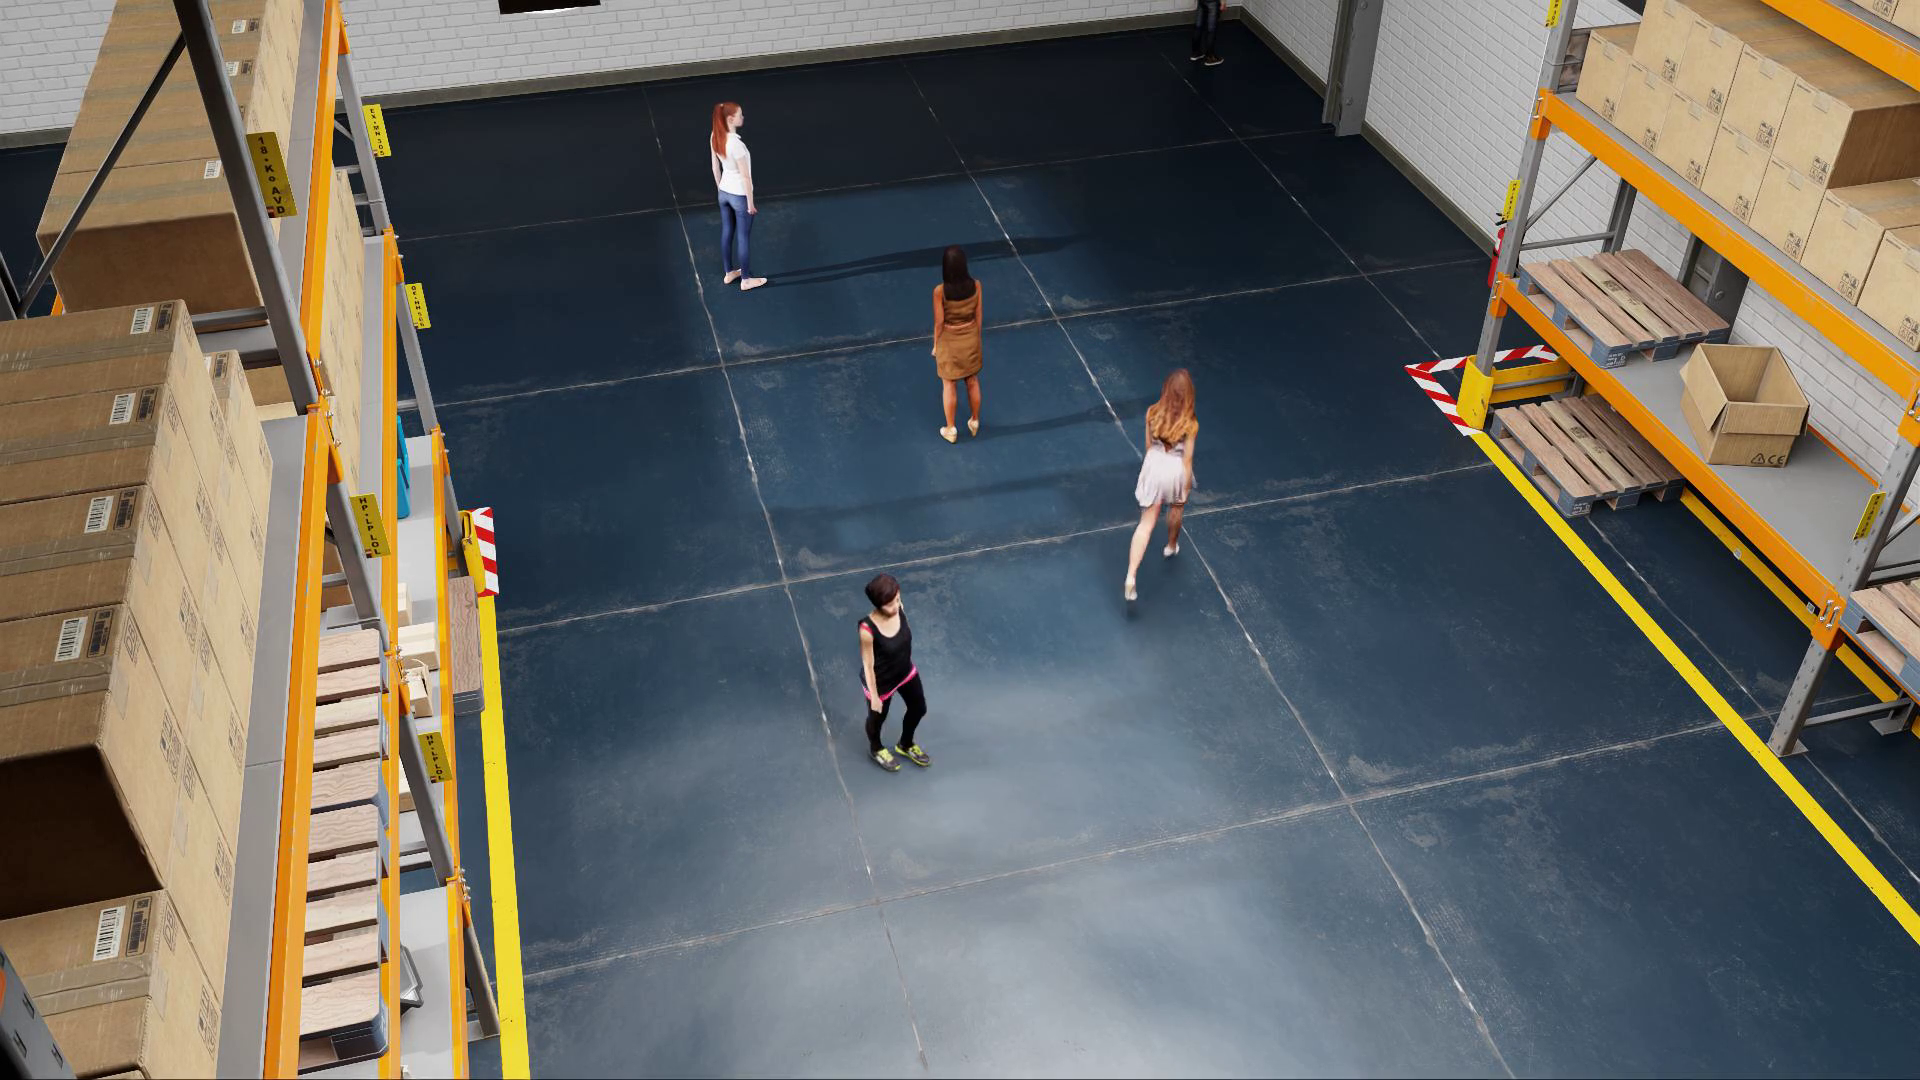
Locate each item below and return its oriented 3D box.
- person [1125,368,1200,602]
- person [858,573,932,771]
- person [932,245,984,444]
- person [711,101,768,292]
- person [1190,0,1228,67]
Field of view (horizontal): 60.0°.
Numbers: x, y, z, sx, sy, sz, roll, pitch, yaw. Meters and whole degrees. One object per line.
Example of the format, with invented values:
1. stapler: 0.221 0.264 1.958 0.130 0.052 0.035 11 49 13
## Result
1. person: 1.367 -0.342 11.424 1.046 1.731 1.141 18 42 21
2. person: -0.499 0.783 10.168 0.756 1.540 0.707 27 46 30
3. person: -0.016 -1.516 12.930 0.593 1.686 0.552 -16 41 -19
4. person: -2.019 -3.068 14.833 0.623 1.737 0.717 29 47 31
5. person: 2.835 -6.159 18.921 0.684 1.464 0.564 -28 47 -31
